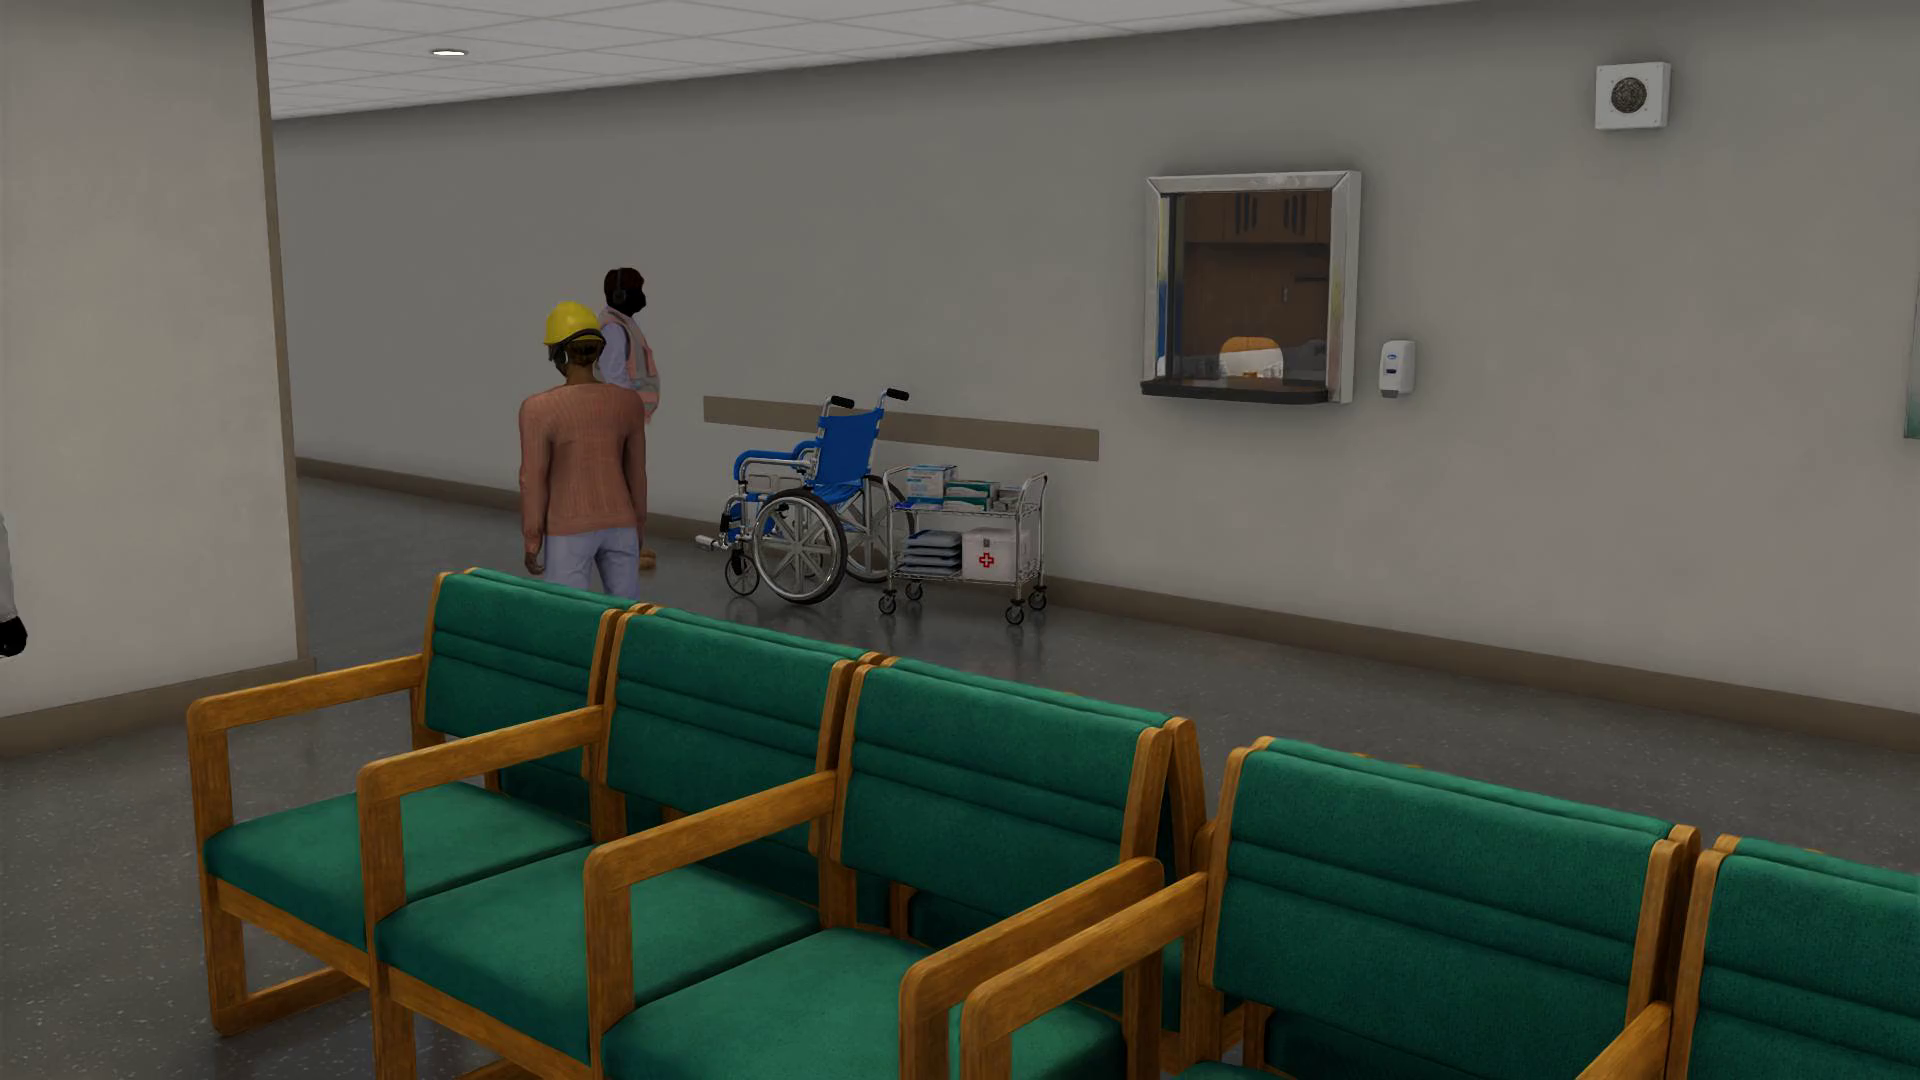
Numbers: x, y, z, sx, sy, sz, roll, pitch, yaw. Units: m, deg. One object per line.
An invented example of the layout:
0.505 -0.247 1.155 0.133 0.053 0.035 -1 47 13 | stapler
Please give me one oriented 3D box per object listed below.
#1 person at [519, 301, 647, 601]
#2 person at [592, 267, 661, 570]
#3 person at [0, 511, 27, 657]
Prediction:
-1.446 -0.031 6.408 0.522 1.758 0.349 -8 13 -39 | person
-2.055 -0.746 10.233 0.430 1.843 0.625 -1 10 -6 | person
-3.110 0.197 4.954 0.641 1.809 0.695 4 11 20 | person
